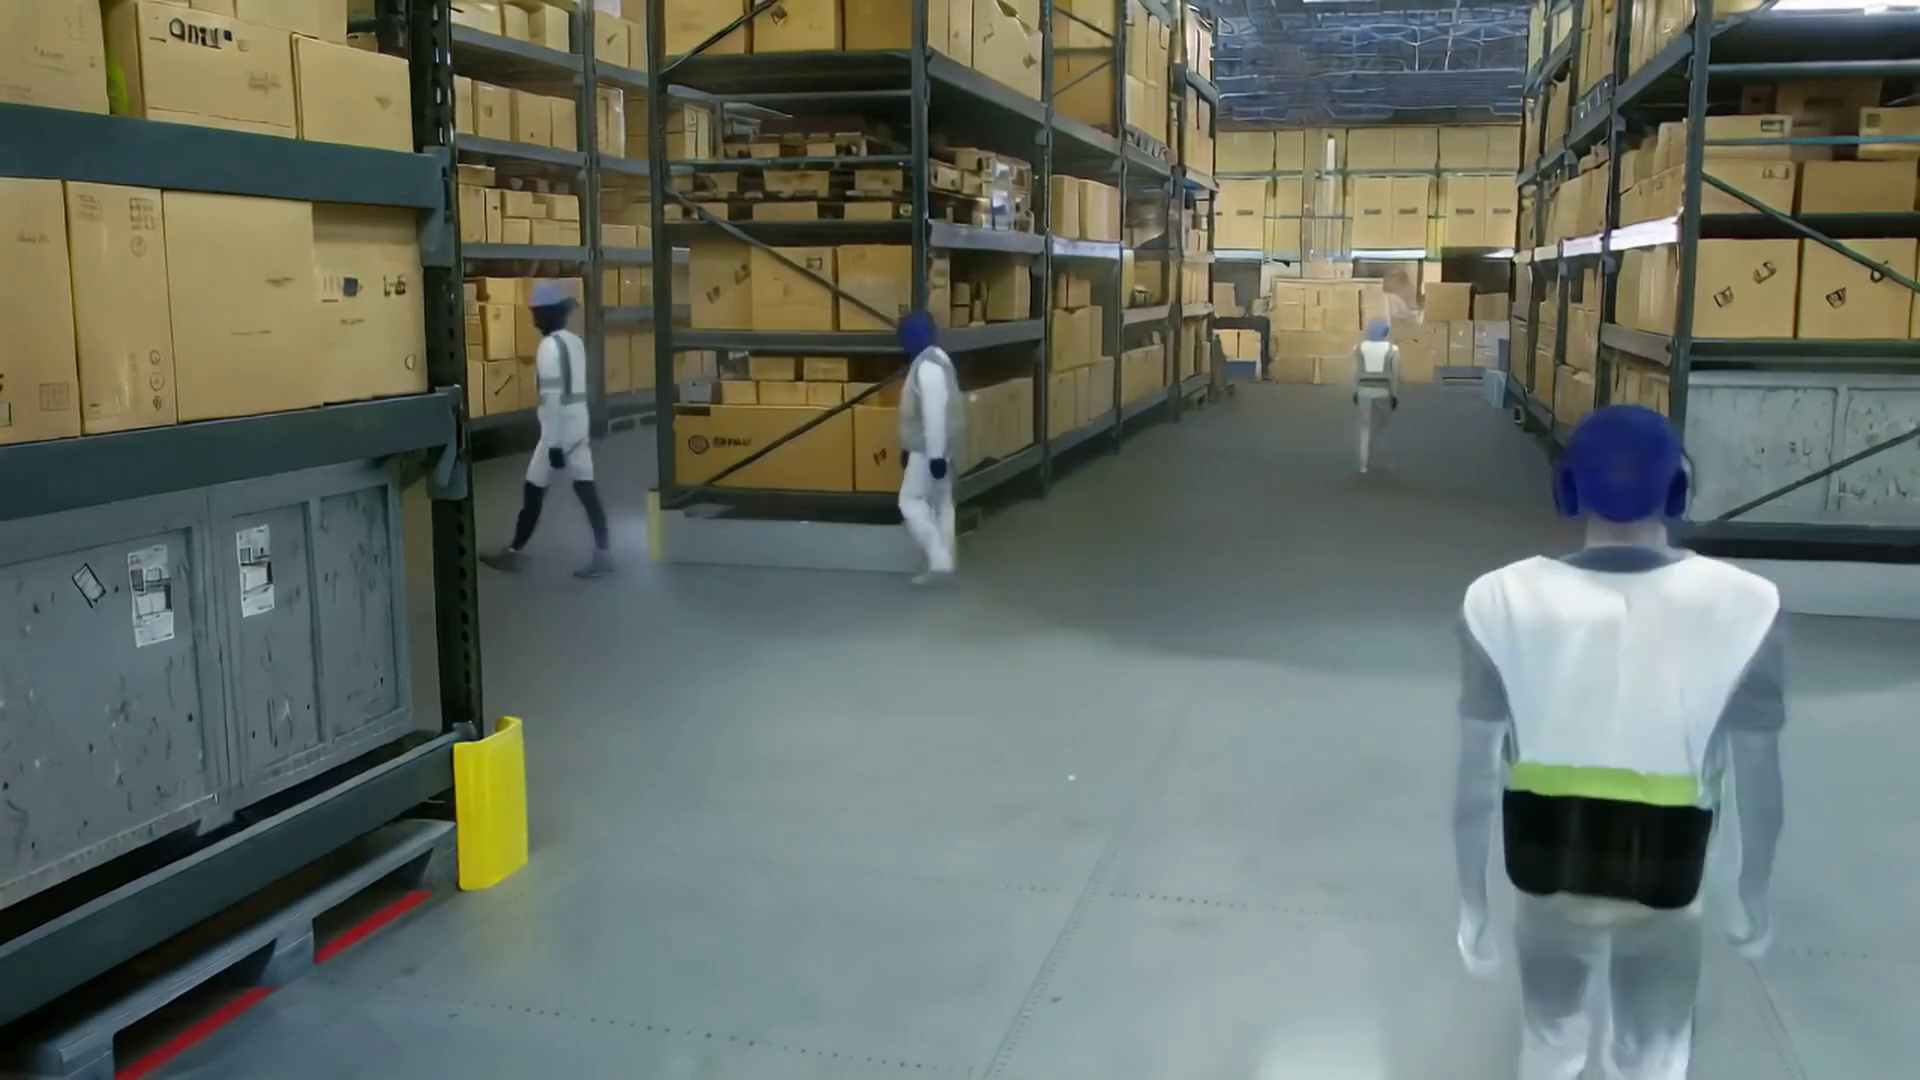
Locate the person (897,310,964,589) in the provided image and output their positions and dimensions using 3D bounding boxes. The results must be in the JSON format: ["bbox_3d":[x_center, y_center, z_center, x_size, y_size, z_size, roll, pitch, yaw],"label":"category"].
[{"bbox_3d":[-0.215,-0.580,10.829,0.478,1.819,0.642,1,9,7],"label":"person"}]

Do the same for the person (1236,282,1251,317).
[{"bbox_3d":[9.741,-7.939,57.389,1.002,1.869,0.633,3,9,18],"label":"person"}]

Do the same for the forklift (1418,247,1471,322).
[{"bbox_3d":[12.741,-6.162,42.924,1.129,2.768,1.873,-7,11,-38],"label":"forklift"}]

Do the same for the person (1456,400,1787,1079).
[{"bbox_3d":[1.217,0.642,3.124,0.577,1.806,0.950,4,10,23],"label":"person"}]

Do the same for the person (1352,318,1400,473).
[{"bbox_3d":[4.368,-1.515,17.430,0.533,1.598,0.819,5,10,29],"label":"person"}]

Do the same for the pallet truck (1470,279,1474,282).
[{"bbox_3d":[18.896,-8.459,60.307,1.885,1.965,0.823,5,10,31],"label":"pallet truck"}]

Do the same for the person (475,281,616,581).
[{"bbox_3d":[-2.770,-0.716,11.112,1.018,1.991,0.641,2,9,11],"label":"person"}]
